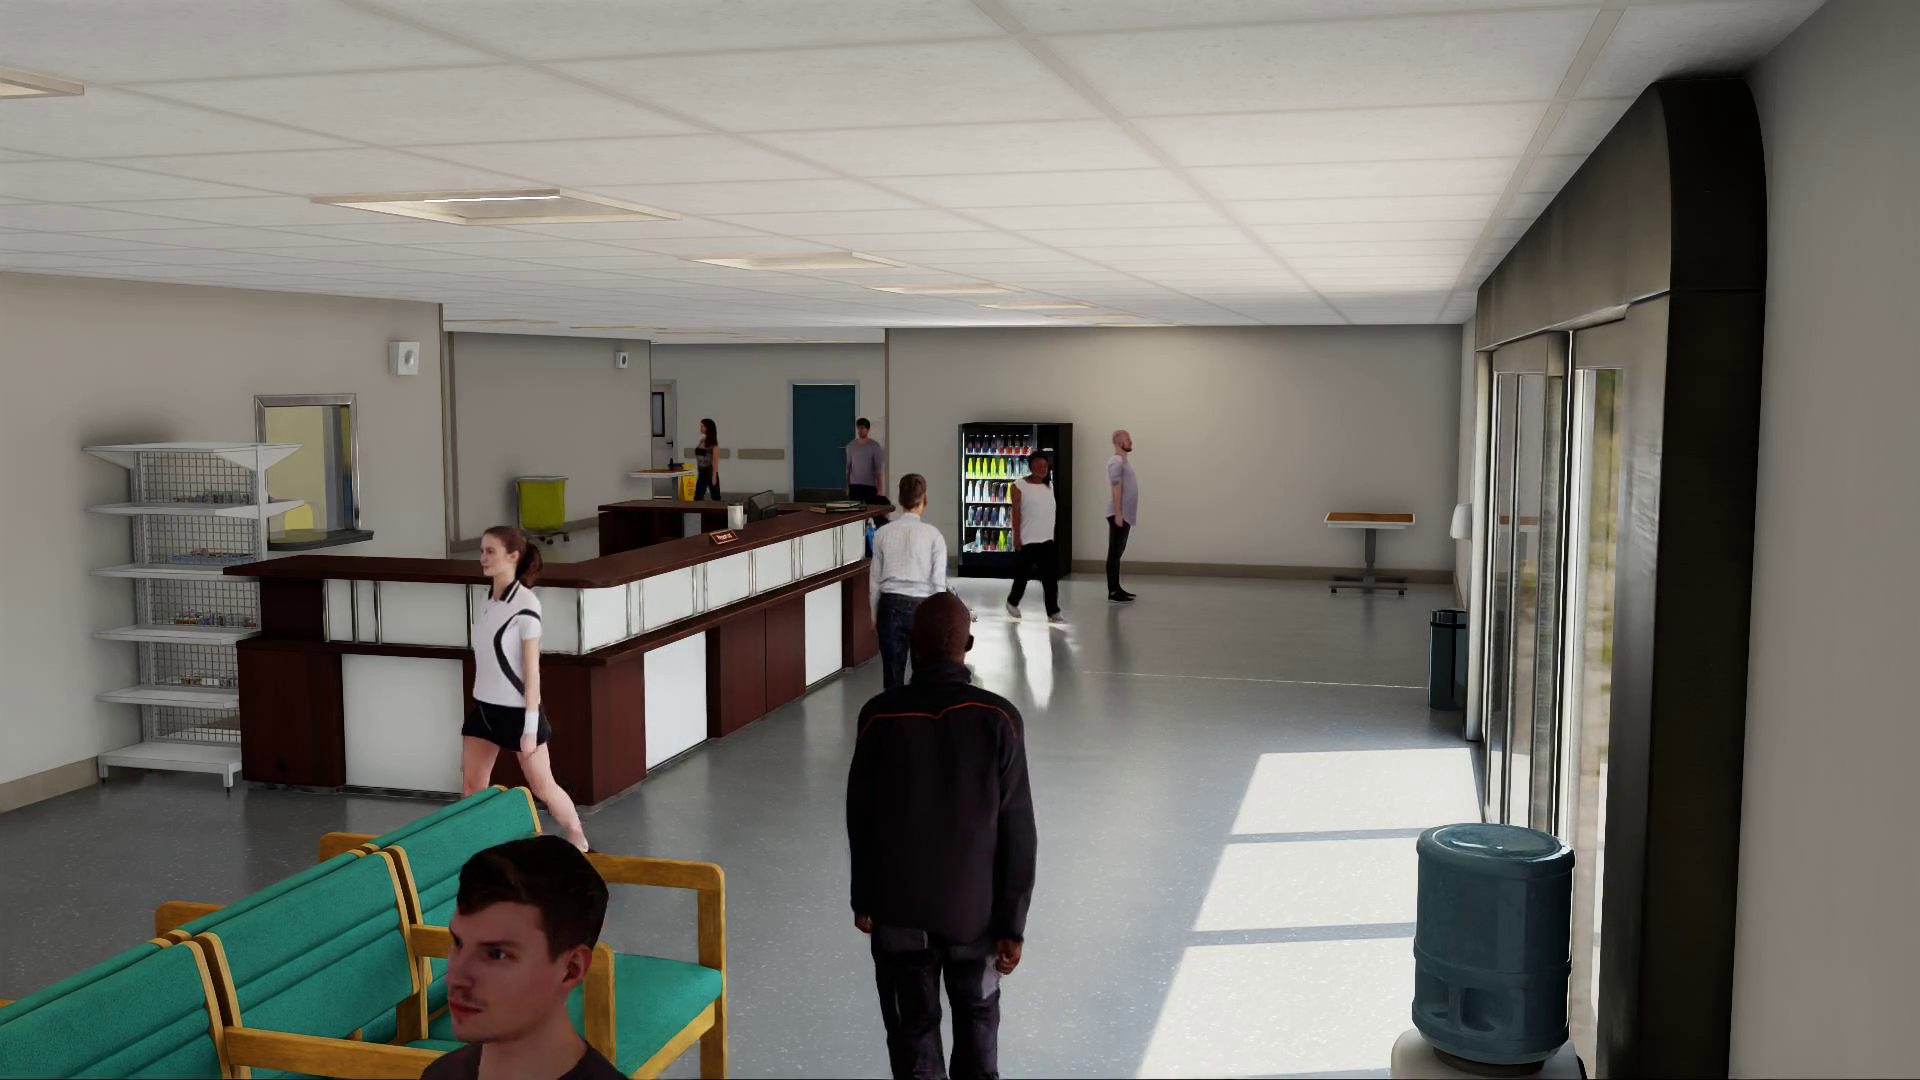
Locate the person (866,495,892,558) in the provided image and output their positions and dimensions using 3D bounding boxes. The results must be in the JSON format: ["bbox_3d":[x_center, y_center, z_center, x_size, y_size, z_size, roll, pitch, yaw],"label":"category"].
[{"bbox_3d":[-0.697,0.209,15.964,0.935,1.255,0.701,4,7,35],"label":"person"}]

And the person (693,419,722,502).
[{"bbox_3d":[-3.628,-0.896,24.545,1.101,1.736,1.166,-5,8,-41],"label":"person"}]

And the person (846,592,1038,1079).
[{"bbox_3d":[-0.064,1.068,4.683,1.030,1.804,0.936,0,6,-2],"label":"person"}]

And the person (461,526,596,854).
[{"bbox_3d":[-1.982,0.821,7.611,1.133,1.709,0.901,4,7,35],"label":"person"}]

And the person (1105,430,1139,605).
[{"bbox_3d":[1.708,-0.267,17.792,0.584,1.838,0.664,1,6,12],"label":"person"}]

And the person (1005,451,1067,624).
[{"bbox_3d":[0.691,-0.021,16.253,1.104,1.656,1.157,-3,7,-29],"label":"person"}]

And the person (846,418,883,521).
[{"bbox_3d":[-1.252,-0.695,22.158,1.027,1.814,0.743,1,6,13],"label":"person"}]

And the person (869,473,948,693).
[{"bbox_3d":[-0.345,0.518,10.336,1.158,1.766,0.861,1,6,5],"label":"person"}]
